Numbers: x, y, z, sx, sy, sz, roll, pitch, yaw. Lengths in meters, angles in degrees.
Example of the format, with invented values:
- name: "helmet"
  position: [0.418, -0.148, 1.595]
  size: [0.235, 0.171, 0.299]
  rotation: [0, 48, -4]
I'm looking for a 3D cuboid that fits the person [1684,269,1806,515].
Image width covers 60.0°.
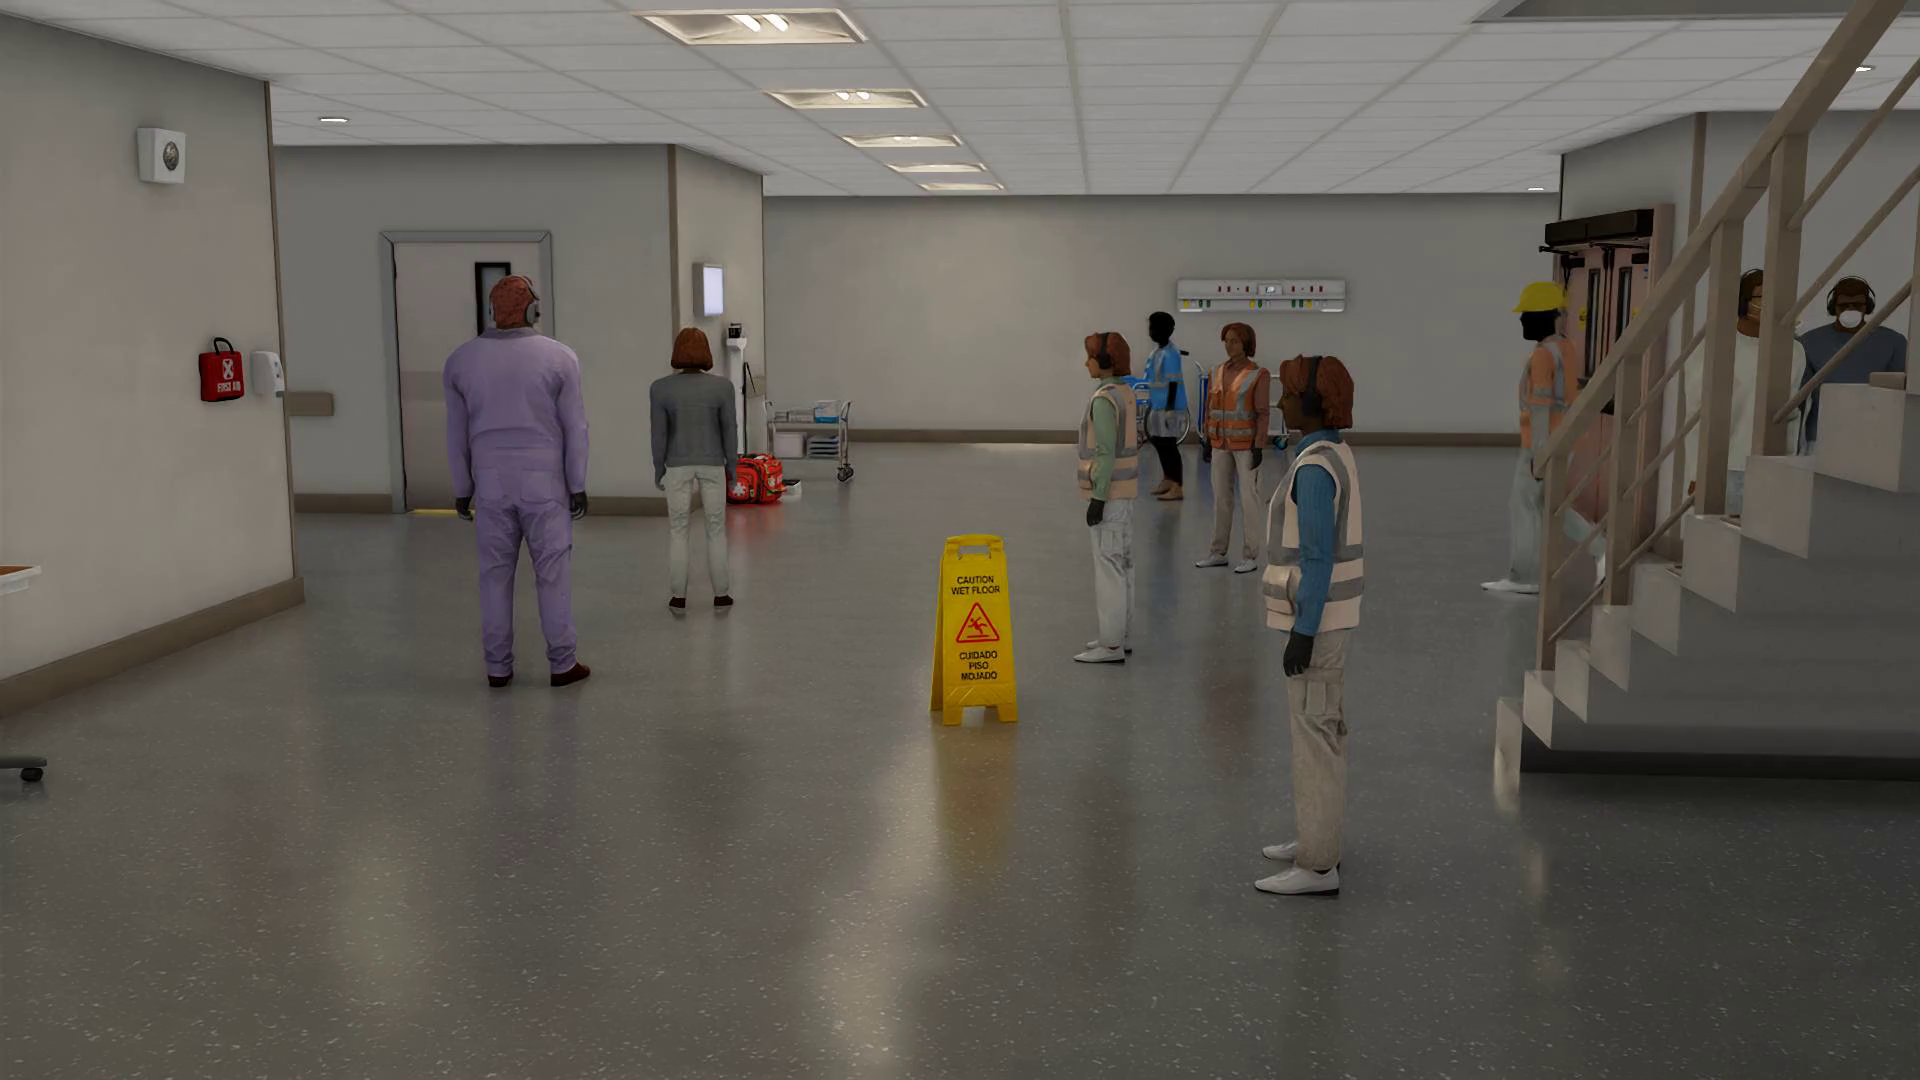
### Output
- name: "person"
  position: [3.762, -0.321, 7.988]
  size: [0.629, 1.940, 0.372]
  rotation: [-2, 9, -16]

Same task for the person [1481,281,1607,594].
- name: "person"
  position: [3.587, -0.596, 9.985]
  size: [0.720, 1.903, 0.602]
  rotation: [6, 10, 35]

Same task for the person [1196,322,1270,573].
- name: "person"
  position: [1.812, -0.609, 10.952]
  size: [0.307, 1.644, 0.511]
  rotation: [-8, 11, -42]

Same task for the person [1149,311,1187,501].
- name: "person"
  position: [1.835, -1.187, 14.747]
  size: [0.322, 1.688, 0.607]
  rotation: [-1, 8, -9]

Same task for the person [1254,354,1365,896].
- name: "person"
  position: [1.073, 0.257, 5.071]
  size: [0.306, 1.640, 0.523]
  rotation: [2, 9, 16]

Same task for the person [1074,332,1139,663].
- name: "person"
  position: [0.736, -0.209, 8.246]
  size: [0.306, 1.637, 0.523]
  rotation: [3, 9, 17]

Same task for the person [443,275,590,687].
- name: "person"
  position: [-2.031, -0.265, 7.717]
  size: [0.642, 1.910, 0.401]
  rotation: [0, 8, 2]

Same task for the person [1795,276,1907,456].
- name: "person"
  position: [5.066, -0.543, 9.554]
  size: [0.641, 1.927, 0.386]
  rotation: [3, 9, 19]

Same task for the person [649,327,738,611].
- name: "person"
  position: [-1.526, -0.403, 9.584]
  size: [0.500, 1.633, 0.285]
  rotation: [-1, 8, -8]
